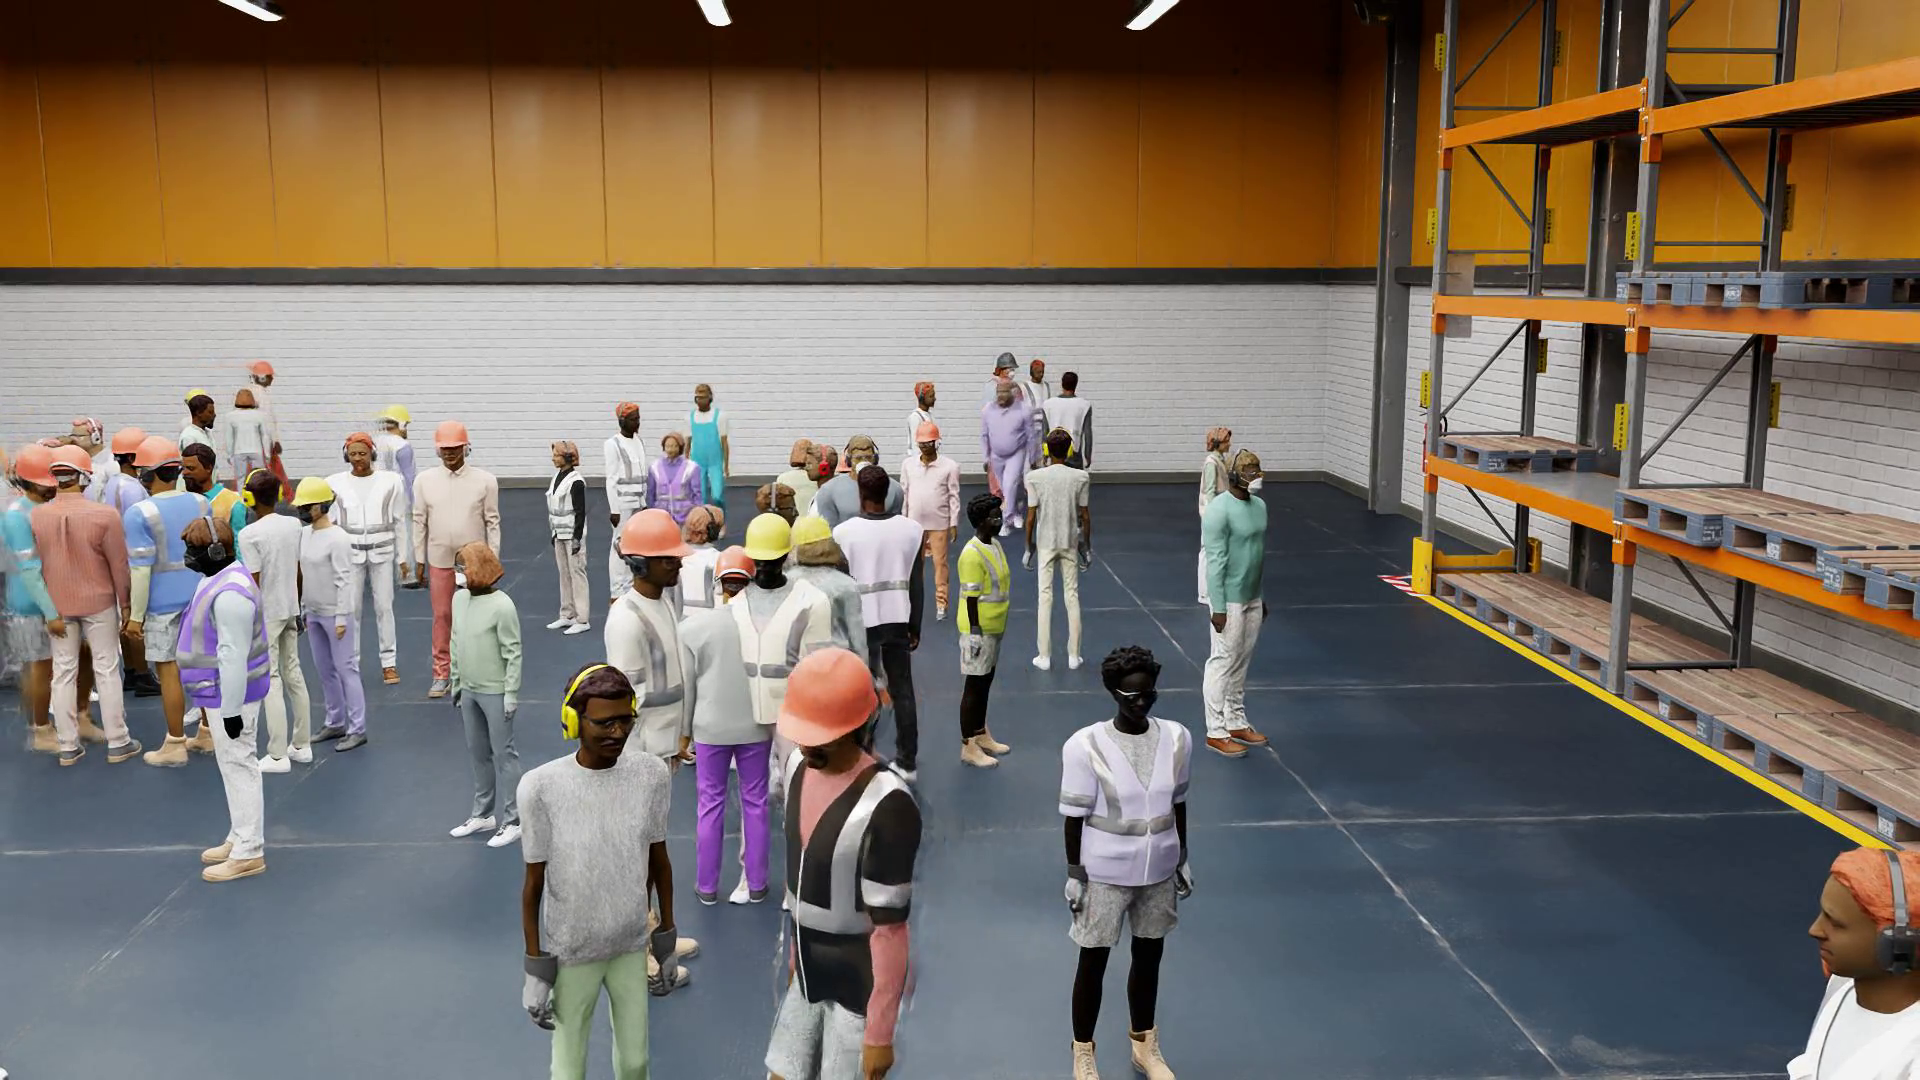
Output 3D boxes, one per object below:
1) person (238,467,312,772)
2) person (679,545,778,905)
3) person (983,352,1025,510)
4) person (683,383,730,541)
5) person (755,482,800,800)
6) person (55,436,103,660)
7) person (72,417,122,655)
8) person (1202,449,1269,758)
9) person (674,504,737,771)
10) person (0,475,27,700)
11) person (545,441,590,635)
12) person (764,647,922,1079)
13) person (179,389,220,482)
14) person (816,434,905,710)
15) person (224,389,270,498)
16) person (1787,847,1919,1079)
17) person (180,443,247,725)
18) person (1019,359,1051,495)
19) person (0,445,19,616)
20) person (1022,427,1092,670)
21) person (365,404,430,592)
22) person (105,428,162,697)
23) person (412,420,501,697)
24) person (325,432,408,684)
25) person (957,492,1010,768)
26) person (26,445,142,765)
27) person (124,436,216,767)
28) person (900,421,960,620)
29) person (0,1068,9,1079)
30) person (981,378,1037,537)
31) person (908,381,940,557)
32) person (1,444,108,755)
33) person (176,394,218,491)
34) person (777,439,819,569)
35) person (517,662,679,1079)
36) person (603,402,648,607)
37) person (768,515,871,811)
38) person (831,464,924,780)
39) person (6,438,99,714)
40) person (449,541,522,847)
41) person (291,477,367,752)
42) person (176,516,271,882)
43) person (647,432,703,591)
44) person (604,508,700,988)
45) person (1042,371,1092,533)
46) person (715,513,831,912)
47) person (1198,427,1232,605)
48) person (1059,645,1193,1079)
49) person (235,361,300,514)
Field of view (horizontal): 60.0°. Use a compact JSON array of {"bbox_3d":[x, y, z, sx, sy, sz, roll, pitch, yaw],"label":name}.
[{"bbox_3d":[-4.202,0.487,10.148,0.328,1.869,0.511,3,9,16],"label":"person"},{"bbox_3d":[-1.084,0.891,8.022,0.571,1.737,0.353,-2,9,-15],"label":"person"},{"bbox_3d":[0.627,-1.410,21.509,0.539,2.000,0.688,6,11,31],"label":"person"},{"bbox_3d":[-2.841,-0.841,18.594,0.526,1.828,0.397,1,9,6],"label":"person"},{"bbox_3d":[-1.066,0.580,9.627,0.332,1.844,0.516,-2,9,-13],"label":"person"},{"bbox_3d":[-6.646,0.133,12.485,0.358,1.835,0.516,3,10,19],"label":"person"},{"bbox_3d":[-6.871,-0.025,13.240,0.644,1.907,0.399,4,10,25],"label":"person"},{"bbox_3d":[1.761,0.388,10.545,0.372,1.940,0.630,7,11,36],"label":"person"},{"bbox_3d":[-1.540,0.599,10.150,0.514,1.641,0.307,7,11,38],"label":"person"},{"bbox_3d":[-6.970,0.182,11.850,0.413,1.939,0.605,0,9,3],"label":"person"},{"bbox_3d":[-3.316,-0.027,14.082,0.308,1.641,0.514,-7,12,-38],"label":"person"},{"bbox_3d":[-0.324,1.265,4.818,0.528,2.010,0.627,-6,11,-35],"label":"person"},{"bbox_3d":[-8.447,-0.797,18.525,0.528,1.768,0.313,5,10,27],"label":"person"},{"bbox_3d":[-0.677,0.232,11.520,0.637,1.938,0.355,-3,10,-20],"label":"person"},{"bbox_3d":[-8.777,-1.048,20.513,0.507,1.632,0.274,-4,10,-21],"label":"person"},{"bbox_3d":[1.864,1.545,3.446,0.341,1.882,0.587,1,9,8],"label":"person"},{"bbox_3d":[-5.022,0.303,11.147,0.591,1.917,0.393,3,10,18],"label":"person"},{"bbox_3d":[1.045,-1.541,22.853,0.589,1.878,0.369,-8,12,-42],"label":"person"},{"bbox_3d":[-8.447,-0.228,14.453,0.387,1.923,0.595,-5,10,-28],"label":"person"},{"bbox_3d":[0.746,0.066,12.779,0.536,1.869,0.312,-1,9,-4],"label":"person"},{"bbox_3d":[-5.387,-0.385,15.823,0.602,1.806,0.524,9,13,44],"label":"person"},{"bbox_3d":[-5.919,0.159,11.983,0.356,1.939,0.543,-8,12,-41],"label":"person"},{"bbox_3d":[-3.613,0.135,11.955,0.611,1.995,0.380,-2,9,-11],"label":"person"},{"bbox_3d":[-4.376,0.142,12.258,0.584,1.882,0.339,-3,10,-19],"label":"person"},{"bbox_3d":[0.152,0.546,10.304,0.315,1.696,0.541,3,9,17],"label":"person"},{"bbox_3d":[-5.429,0.405,10.284,0.608,1.987,0.388,-2,9,-10],"label":"person"},{"bbox_3d":[-4.880,0.380,10.264,0.377,2.045,0.605,4,10,22],"label":"person"},{"bbox_3d":[-0.280,-0.168,14.608,0.562,1.751,0.327,2,9,15],"label":"person"},{"bbox_3d":[-3.768,1.144,6.033,0.329,1.865,0.518,3,10,19],"label":"person"},{"bbox_3d":[0.601,-0.995,19.534,0.646,1.851,0.950,4,10,23],"label":"person"},{"bbox_3d":[-0.388,-0.770,17.984,0.344,1.882,0.585,2,9,11],"label":"person"},{"bbox_3d":[-5.621,0.391,10.352,0.606,1.993,0.647,0,9,1],"label":"person"},{"bbox_3d":[-7.174,-0.416,15.694,0.384,1.910,0.594,-1,9,-9],"label":"person"},{"bbox_3d":[-1.327,-0.055,14.311,0.502,1.629,0.286,0,9,-2],"label":"person"},{"bbox_3d":[-1.109,1.287,5.155,0.509,1.860,0.333,-6,11,-32],"label":"person"},{"bbox_3d":[-3.016,-0.315,15.124,0.337,1.882,0.585,3,10,19],"label":"person"},{"bbox_3d":[-0.771,0.724,9.111,0.468,1.726,0.454,7,11,38],"label":"person"},{"bbox_3d":[-0.482,0.507,9.904,0.592,1.909,0.408,-4,10,-26],"label":"person"},{"bbox_3d":[-6.267,0.241,11.566,0.408,1.906,0.654,1,9,5],"label":"person"},{"bbox_3d":[-2.528,0.811,8.840,0.507,1.632,0.268,7,11,36],"label":"person"},{"bbox_3d":[-4.058,0.467,10.610,0.528,1.761,0.346,7,11,36],"label":"person"},{"bbox_3d":[-3.705,0.785,8.392,0.429,1.837,0.624,-5,10,-27],"label":"person"},{"bbox_3d":[-2.580,-0.148,14.947,0.528,1.609,0.757,0,9,3],"label":"person"},{"bbox_3d":[-1.313,0.876,7.151,0.397,2.044,0.609,0,9,3],"label":"person"},{"bbox_3d":[1.249,-1.014,19.463,0.597,1.907,0.418,2,9,10],"label":"person"},{"bbox_3d":[-0.899,0.814,7.937,0.590,1.918,0.401,3,9,16],"label":"person"},{"bbox_3d":[2.346,-0.220,15.296,0.311,1.639,0.521,3,9,17],"label":"person"},{"bbox_3d":[0.617,1.214,6.110,0.541,1.695,0.316,-4,10,-22],"label":"person"},{"bbox_3d":[-8.832,-1.302,21.161,1.049,1.935,0.647,-5,10,-29],"label":"person"}]
